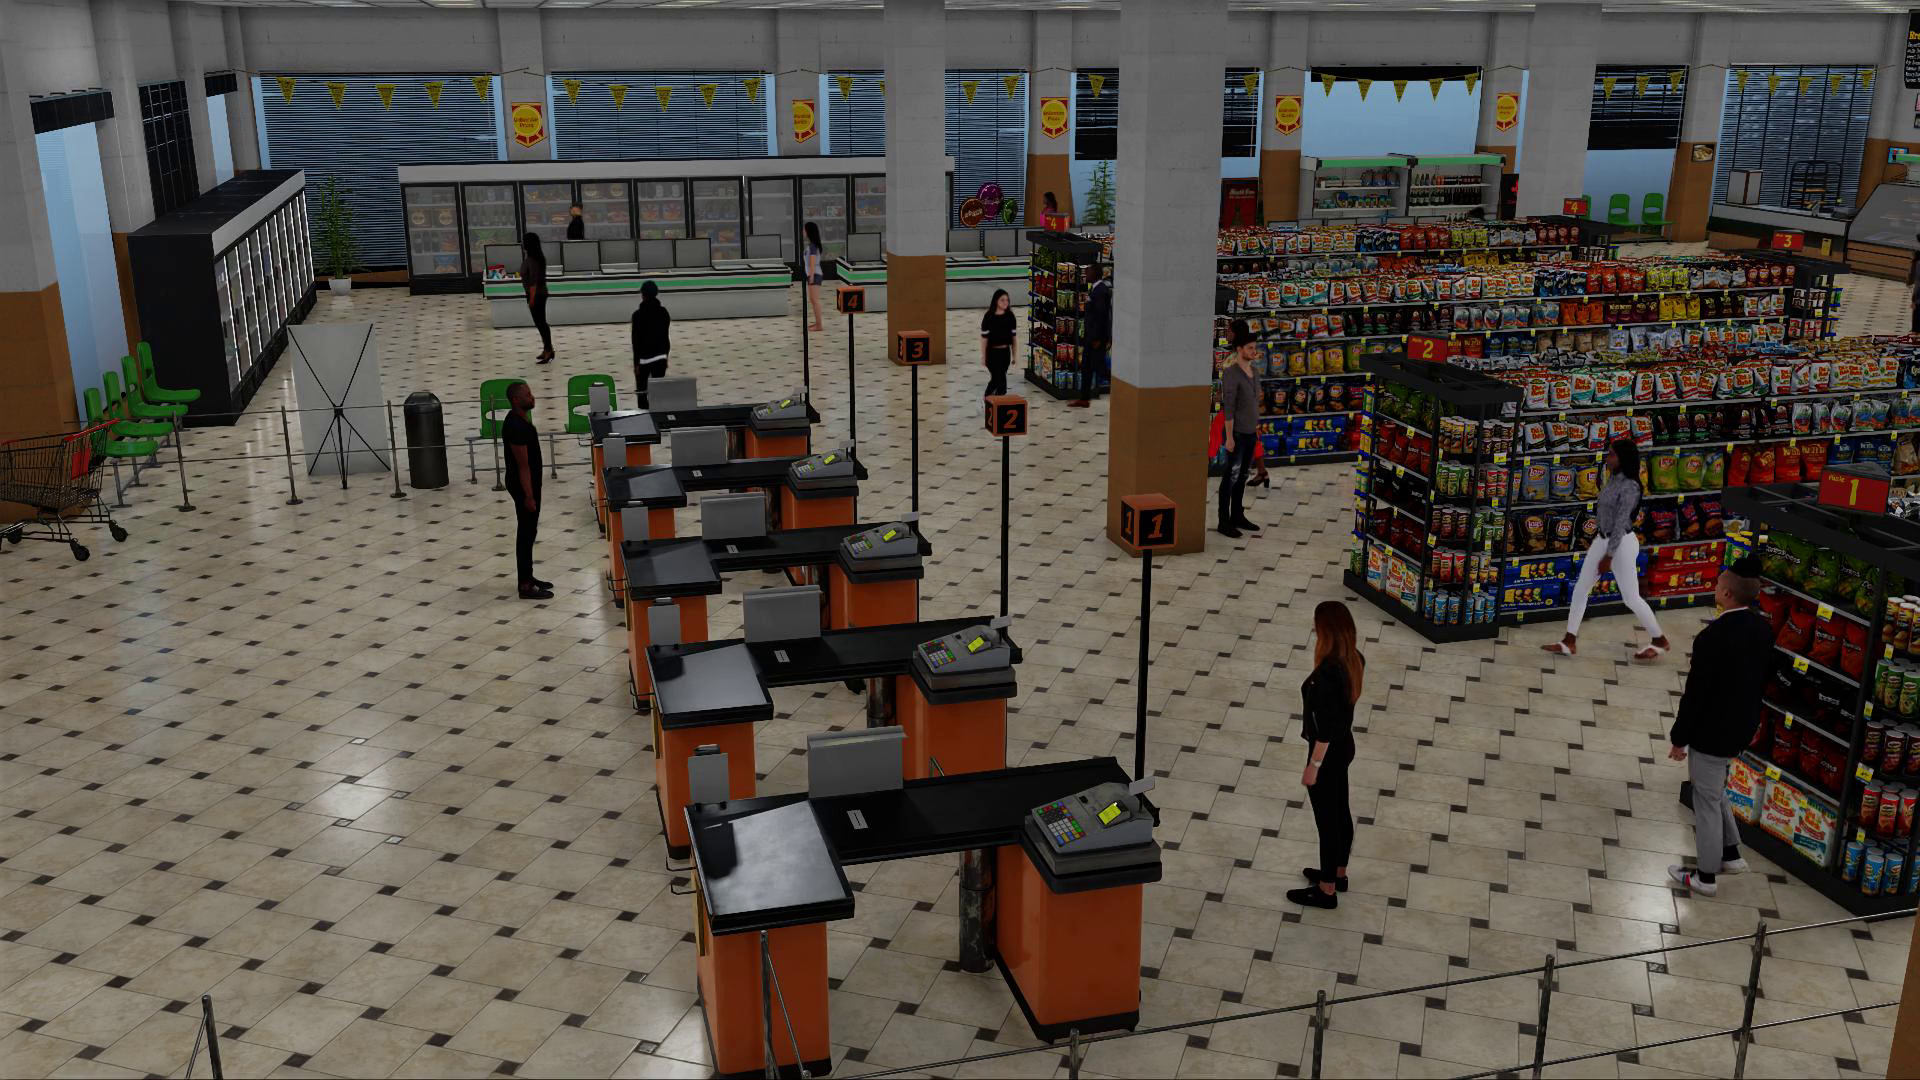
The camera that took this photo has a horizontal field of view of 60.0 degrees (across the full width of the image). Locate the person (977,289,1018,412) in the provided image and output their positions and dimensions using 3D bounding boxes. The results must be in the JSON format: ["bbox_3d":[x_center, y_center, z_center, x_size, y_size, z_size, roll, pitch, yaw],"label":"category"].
[{"bbox_3d":[0.427,-2.217,20.102,1.108,1.602,0.835,-9,19,-28],"label":"person"}]

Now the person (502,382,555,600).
[{"bbox_3d":[-3.618,-0.420,13.810,0.552,1.820,0.662,-4,17,-12],"label":"person"}]

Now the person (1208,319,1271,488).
[{"bbox_3d":[2.926,-1.348,17.010,1.219,1.736,0.890,2,17,7],"label":"person"}]

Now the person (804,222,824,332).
[{"bbox_3d":[-2.319,-4.199,26.453,0.550,1.706,0.605,-2,17,-8],"label":"person"}]

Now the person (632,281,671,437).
[{"bbox_3d":[-3.586,-2.112,19.392,0.839,1.815,0.728,16,23,41],"label":"person"}]

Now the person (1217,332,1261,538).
[{"bbox_3d":[2.619,-1.005,15.595,0.833,1.903,0.735,13,21,37],"label":"person"}]

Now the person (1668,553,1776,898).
[{"bbox_3d":[4.137,1.019,8.853,0.730,1.947,0.872,-10,19,-29],"label":"person"}]

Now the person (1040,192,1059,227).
[{"bbox_3d":[1.754,-5.703,31.440,1.142,1.686,0.550,-5,18,-16],"label":"person"}]

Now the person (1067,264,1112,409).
[{"bbox_3d":[1.792,-2.516,20.761,1.166,1.792,0.921,0,17,1],"label":"person"}]

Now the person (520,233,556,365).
[{"bbox_3d":[-6.016,-3.459,23.795,0.712,1.834,0.720,-2,17,-6],"label":"person"}]

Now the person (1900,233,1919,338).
[{"bbox_3d":[14.947,-3.911,25.593,0.750,1.654,0.898,8,19,25],"label":"person"}]

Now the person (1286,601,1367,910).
[{"bbox_3d":[1.993,1.136,8.881,0.738,1.706,0.671,10,20,30],"label":"person"}]

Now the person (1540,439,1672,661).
[{"bbox_3d":[4.929,0.112,12.287,1.199,1.688,0.792,0,17,-1],"label":"person"}]
